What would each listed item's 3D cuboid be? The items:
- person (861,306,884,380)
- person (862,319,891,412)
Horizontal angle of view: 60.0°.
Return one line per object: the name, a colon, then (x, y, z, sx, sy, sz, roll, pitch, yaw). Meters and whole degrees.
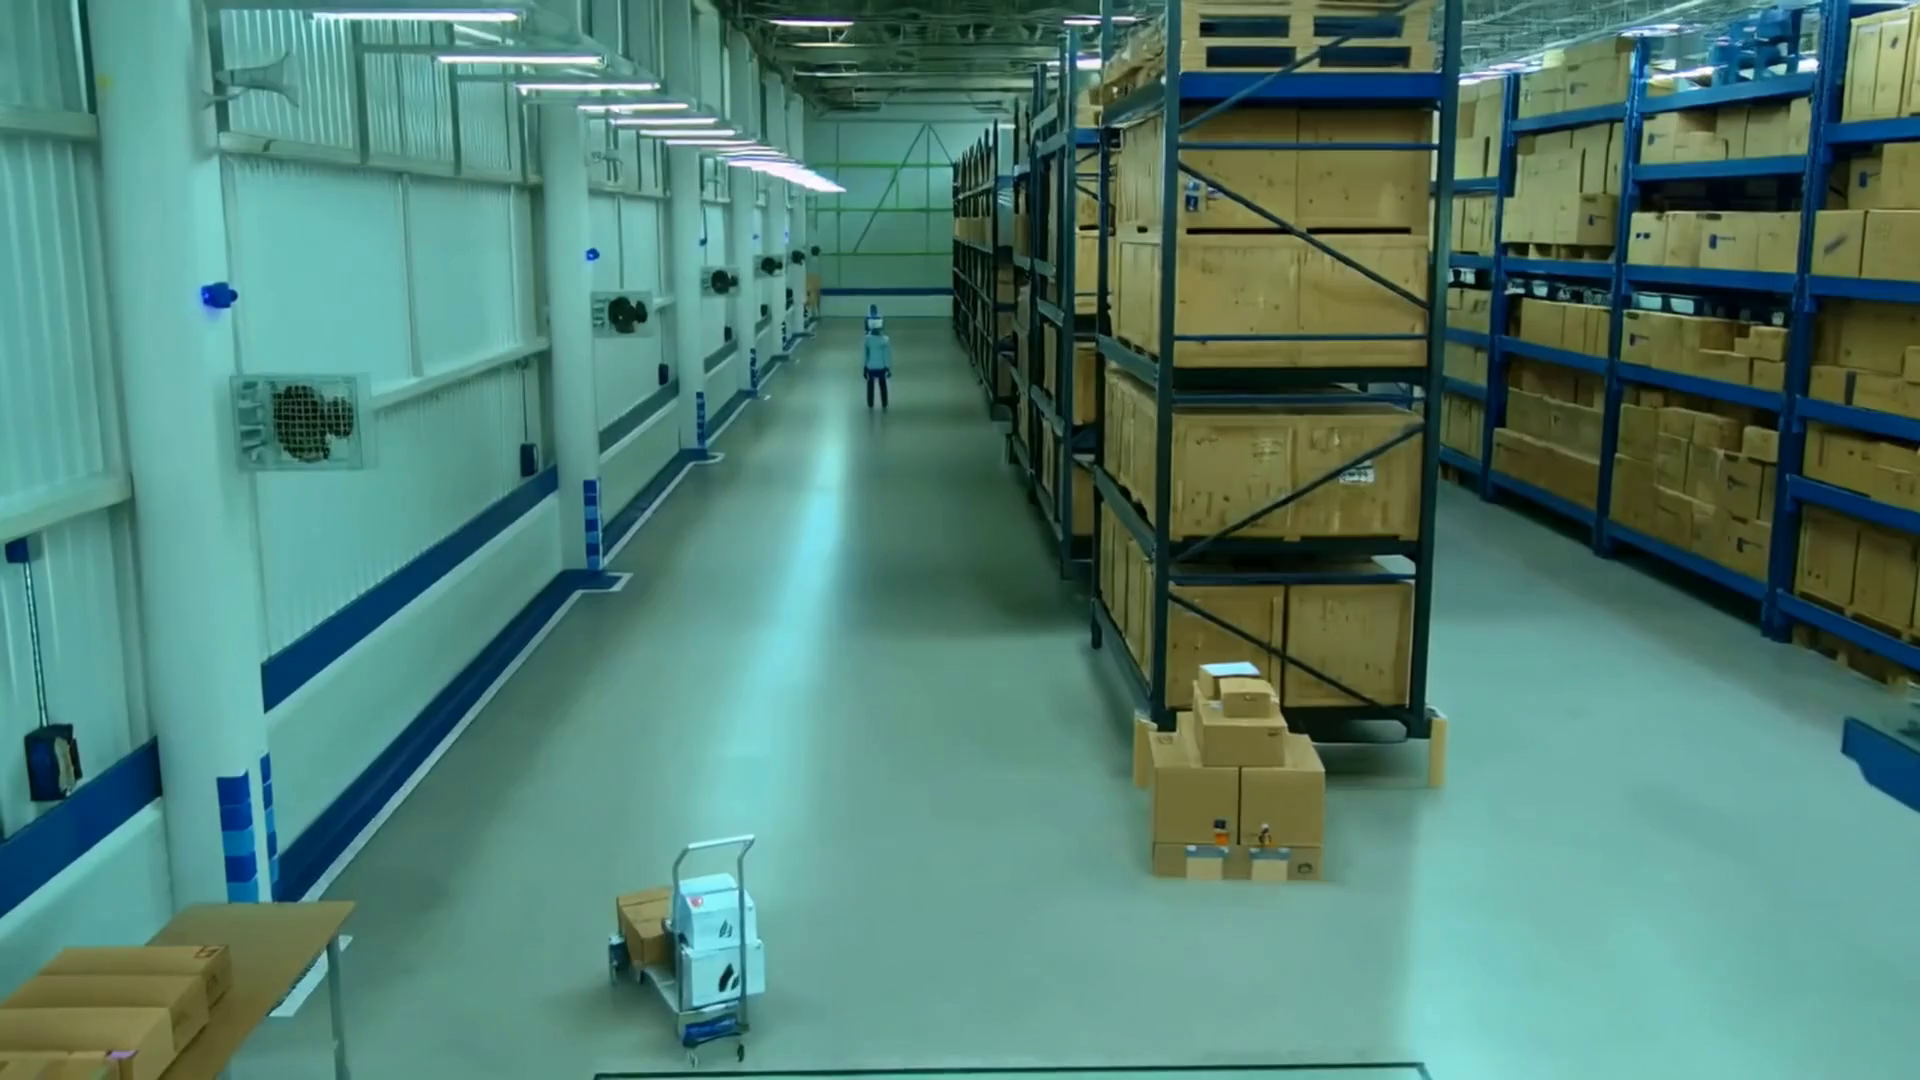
person: (-2.238, -5.054, 42.698, 0.598, 1.906, 0.413, -2, 11, -10)
person: (-1.787, -3.734, 35.620, 0.616, 1.987, 0.407, 0, 11, 0)
